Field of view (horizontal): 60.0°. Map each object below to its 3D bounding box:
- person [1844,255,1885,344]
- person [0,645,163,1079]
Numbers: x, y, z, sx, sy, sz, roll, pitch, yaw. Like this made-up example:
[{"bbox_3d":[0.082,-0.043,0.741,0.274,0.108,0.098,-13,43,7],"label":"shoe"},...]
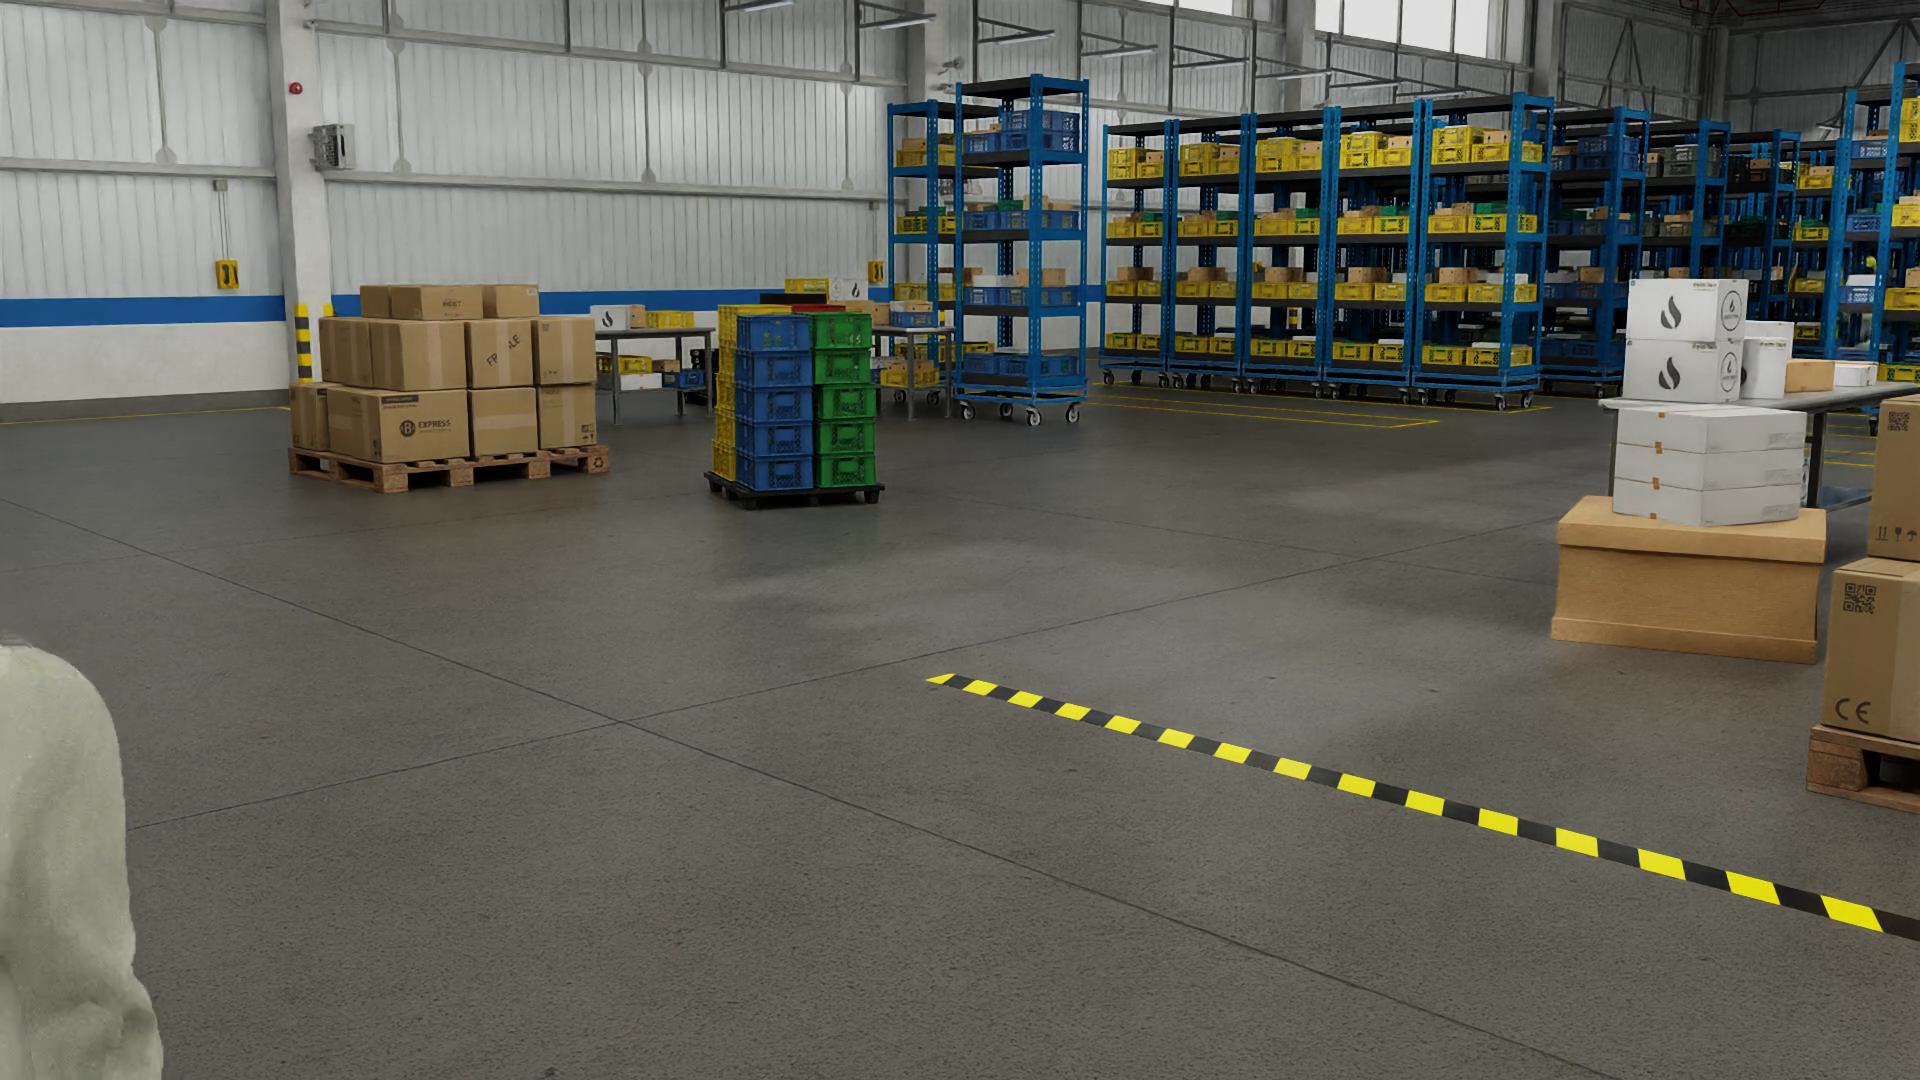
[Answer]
[{"bbox_3d":[13.795,-3.422,25.358,0.601,1.816,0.503,9,13,43],"label":"person"},{"bbox_3d":[-0.775,0.647,1.102,0.367,1.750,0.542,9,13,44],"label":"person"}]
